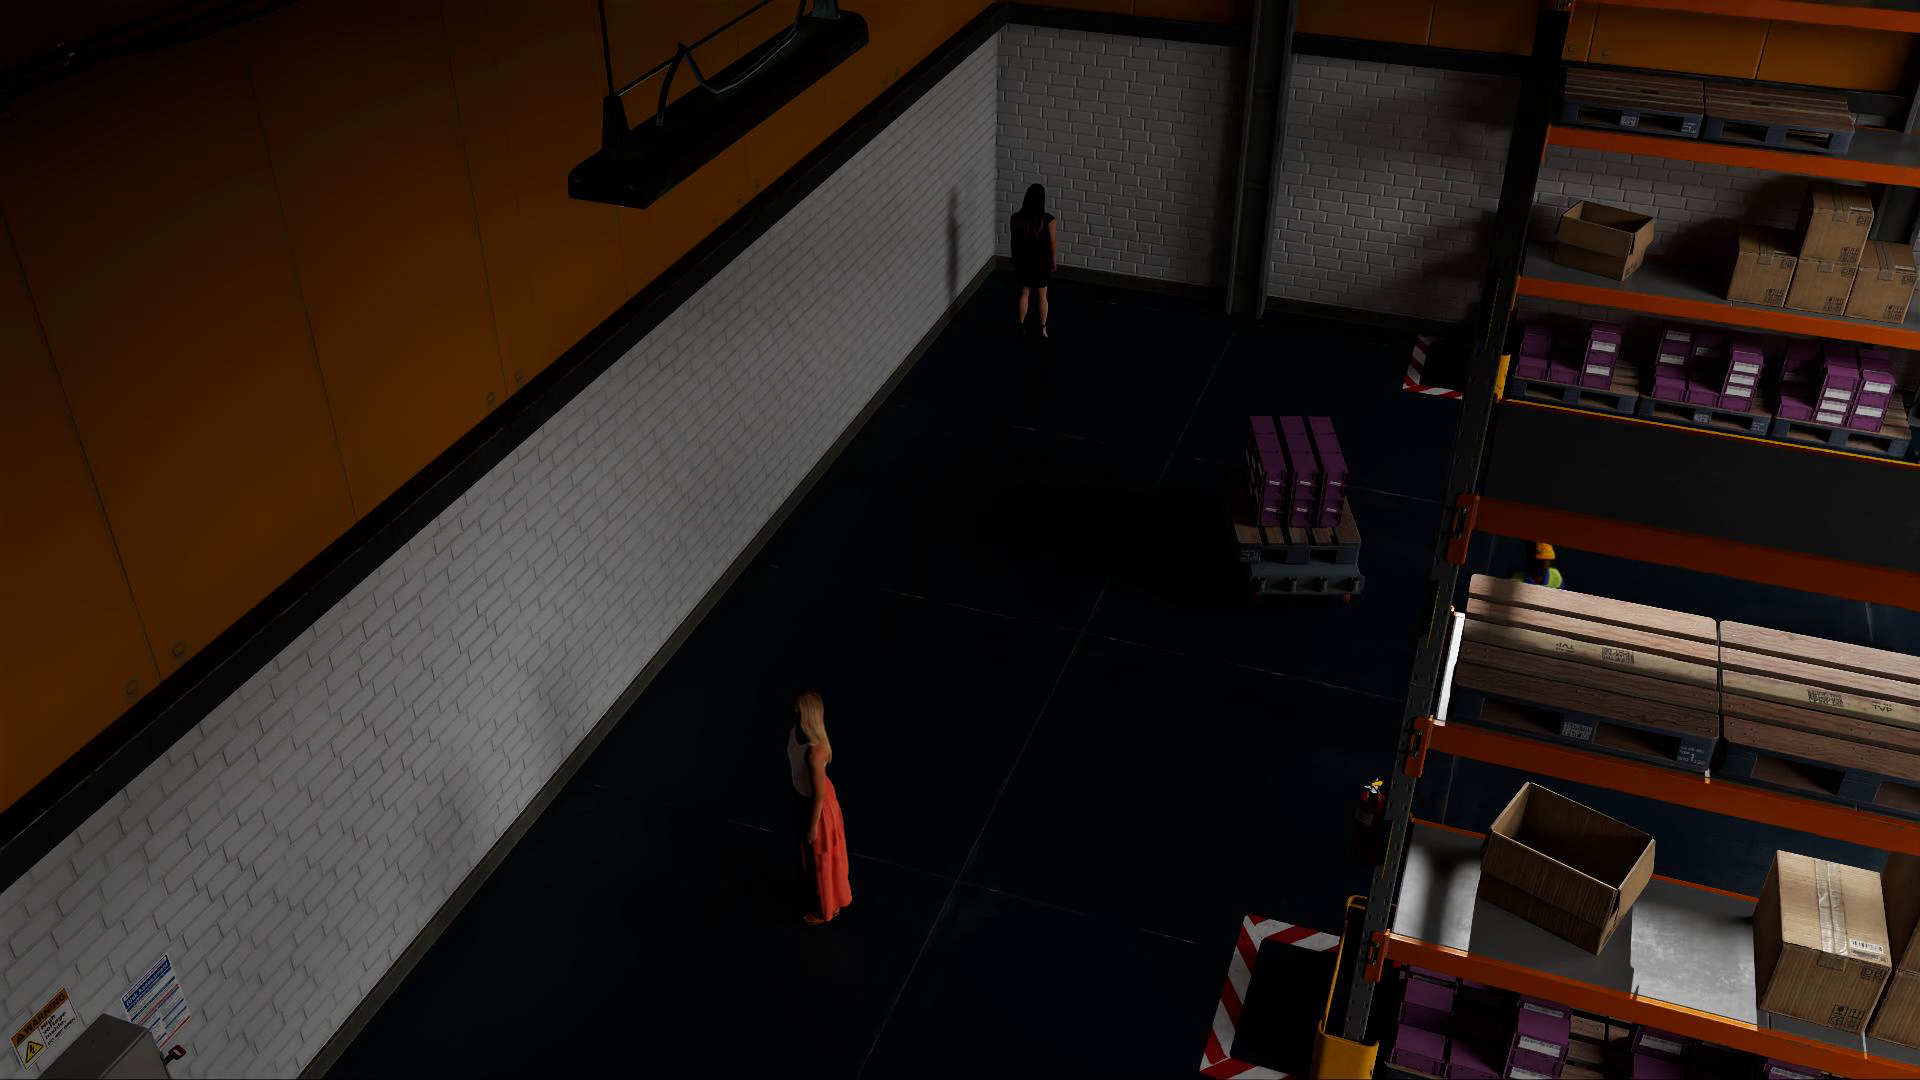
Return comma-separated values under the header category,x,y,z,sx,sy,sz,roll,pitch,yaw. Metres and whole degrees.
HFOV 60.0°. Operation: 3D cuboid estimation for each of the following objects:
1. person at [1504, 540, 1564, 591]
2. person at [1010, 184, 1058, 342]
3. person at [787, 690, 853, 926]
category,x,y,z,sx,sy,sz,roll,pitch,yaw
person,3.962,0.695,11.906,0.718,1.802,0.830,-2,34,-3
person,0.764,-2.893,17.381,0.568,1.718,0.746,7,34,11
person,-0.912,1.663,10.450,0.769,1.803,0.728,-10,35,-15
